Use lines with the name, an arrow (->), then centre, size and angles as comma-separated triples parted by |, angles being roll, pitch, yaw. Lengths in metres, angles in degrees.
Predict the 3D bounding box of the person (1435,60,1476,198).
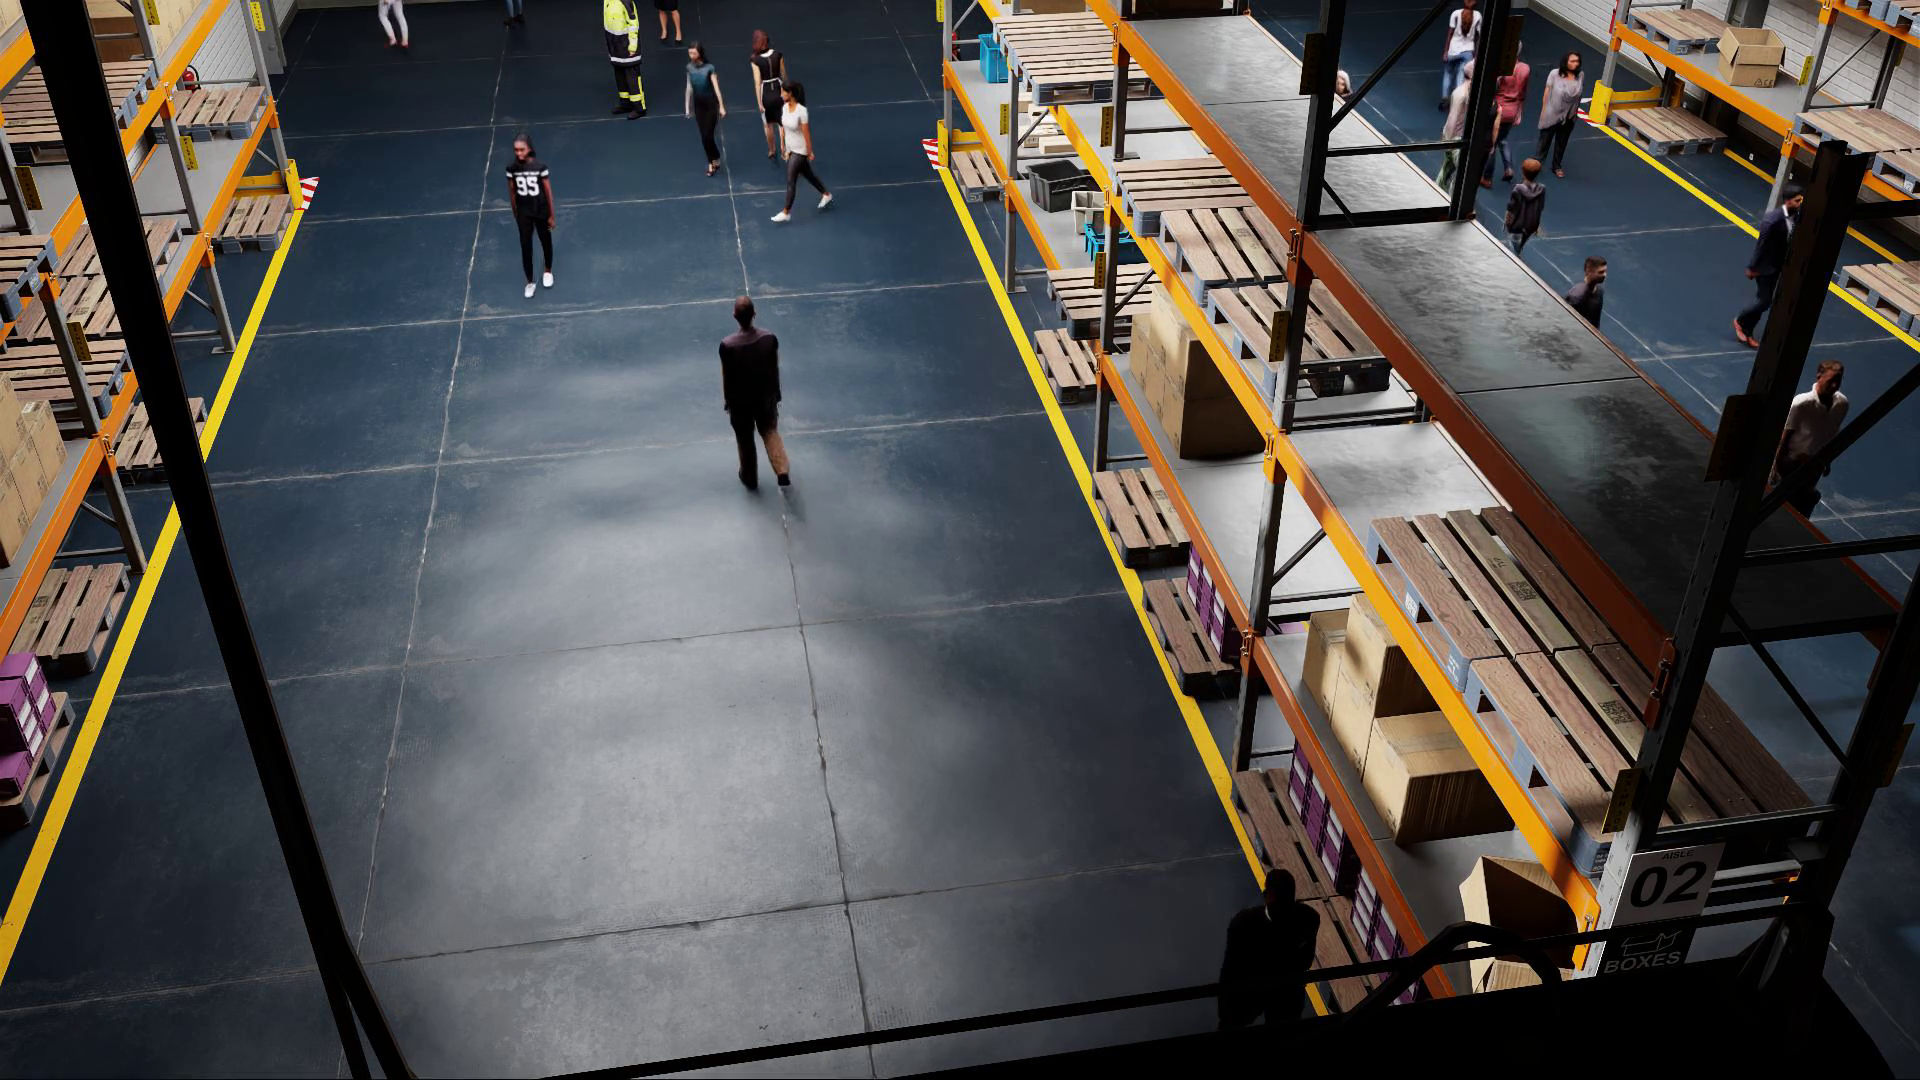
person -> 5.702, -4.676, 19.379 | 0.969, 1.849, 0.909 | 22, 39, 29

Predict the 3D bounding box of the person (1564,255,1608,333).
person -> 5.492, -1.781, 15.123 | 0.952, 1.740, 1.059 | -27, 42, -35

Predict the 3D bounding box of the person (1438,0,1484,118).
person -> 6.671, -6.434, 22.159 | 0.792, 1.701, 0.955 | 5, 34, 8

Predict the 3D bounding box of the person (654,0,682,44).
person -> -4.440, -8.350, 25.069 | 0.793, 1.669, 0.792 | 9, 35, 14

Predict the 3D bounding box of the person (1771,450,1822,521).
person -> 6.086, -0.020, 12.546 | 0.801, 1.659, 0.657 | -5, 34, -8

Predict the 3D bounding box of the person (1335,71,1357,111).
person -> 4.360, -4.658, 19.468 | 0.768, 1.722, 1.025 | 4, 34, 6

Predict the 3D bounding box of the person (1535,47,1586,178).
person -> 7.406, -5.284, 20.511 | 0.659, 1.609, 0.678 | -2, 34, -2

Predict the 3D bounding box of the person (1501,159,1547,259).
person -> 5.997, -3.311, 17.720 | 0.552, 1.412, 0.965 | -4, 34, -6

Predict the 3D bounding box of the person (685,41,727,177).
person -> -3.088, -5.321, 20.469 | 0.735, 1.717, 0.760 | 13, 36, 19

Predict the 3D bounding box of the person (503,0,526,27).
person -> -7.037, -8.866, 25.877 | 0.787, 1.634, 0.731 | 22, 40, 30

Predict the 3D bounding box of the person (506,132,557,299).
person -> -4.528, -3.524, 17.771 | 0.643, 1.712, 0.849 | -4, 34, -7

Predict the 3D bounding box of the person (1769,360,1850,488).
person -> 6.707, -0.635, 13.295 | 0.664, 1.856, 0.566 | -4, 34, -6

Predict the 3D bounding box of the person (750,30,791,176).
person -> -2.276, -5.341, 20.476 | 0.837, 1.744, 1.184 | -10, 35, -15

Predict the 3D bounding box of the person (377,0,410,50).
person -> -8.428, -8.097, 24.756 | 0.794, 1.595, 0.710 | 13, 36, 19

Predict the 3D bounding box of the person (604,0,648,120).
person -> -4.501, -6.660, 22.244 | 0.823, 1.982, 0.934 | 29, 43, 36

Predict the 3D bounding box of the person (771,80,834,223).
person -> -1.819, -4.555, 19.428 | 1.022, 1.594, 1.143 | -26, 42, -33

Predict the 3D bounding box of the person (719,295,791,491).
person -> -1.744, -1.189, 14.156 | 0.818, 1.824, 0.947 | -16, 37, -23

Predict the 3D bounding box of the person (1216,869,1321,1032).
person -> 1.583, 2.368, 8.870 | 0.725, 1.752, 1.149 | -4, 34, -6

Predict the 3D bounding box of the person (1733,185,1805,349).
person -> 8.009, -2.763, 16.624 | 0.747, 1.713, 0.747 | -16, 37, -22

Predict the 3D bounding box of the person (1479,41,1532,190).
person -> 6.583, -5.103, 20.050 | 0.765, 1.817, 0.792 | -12, 36, -18
